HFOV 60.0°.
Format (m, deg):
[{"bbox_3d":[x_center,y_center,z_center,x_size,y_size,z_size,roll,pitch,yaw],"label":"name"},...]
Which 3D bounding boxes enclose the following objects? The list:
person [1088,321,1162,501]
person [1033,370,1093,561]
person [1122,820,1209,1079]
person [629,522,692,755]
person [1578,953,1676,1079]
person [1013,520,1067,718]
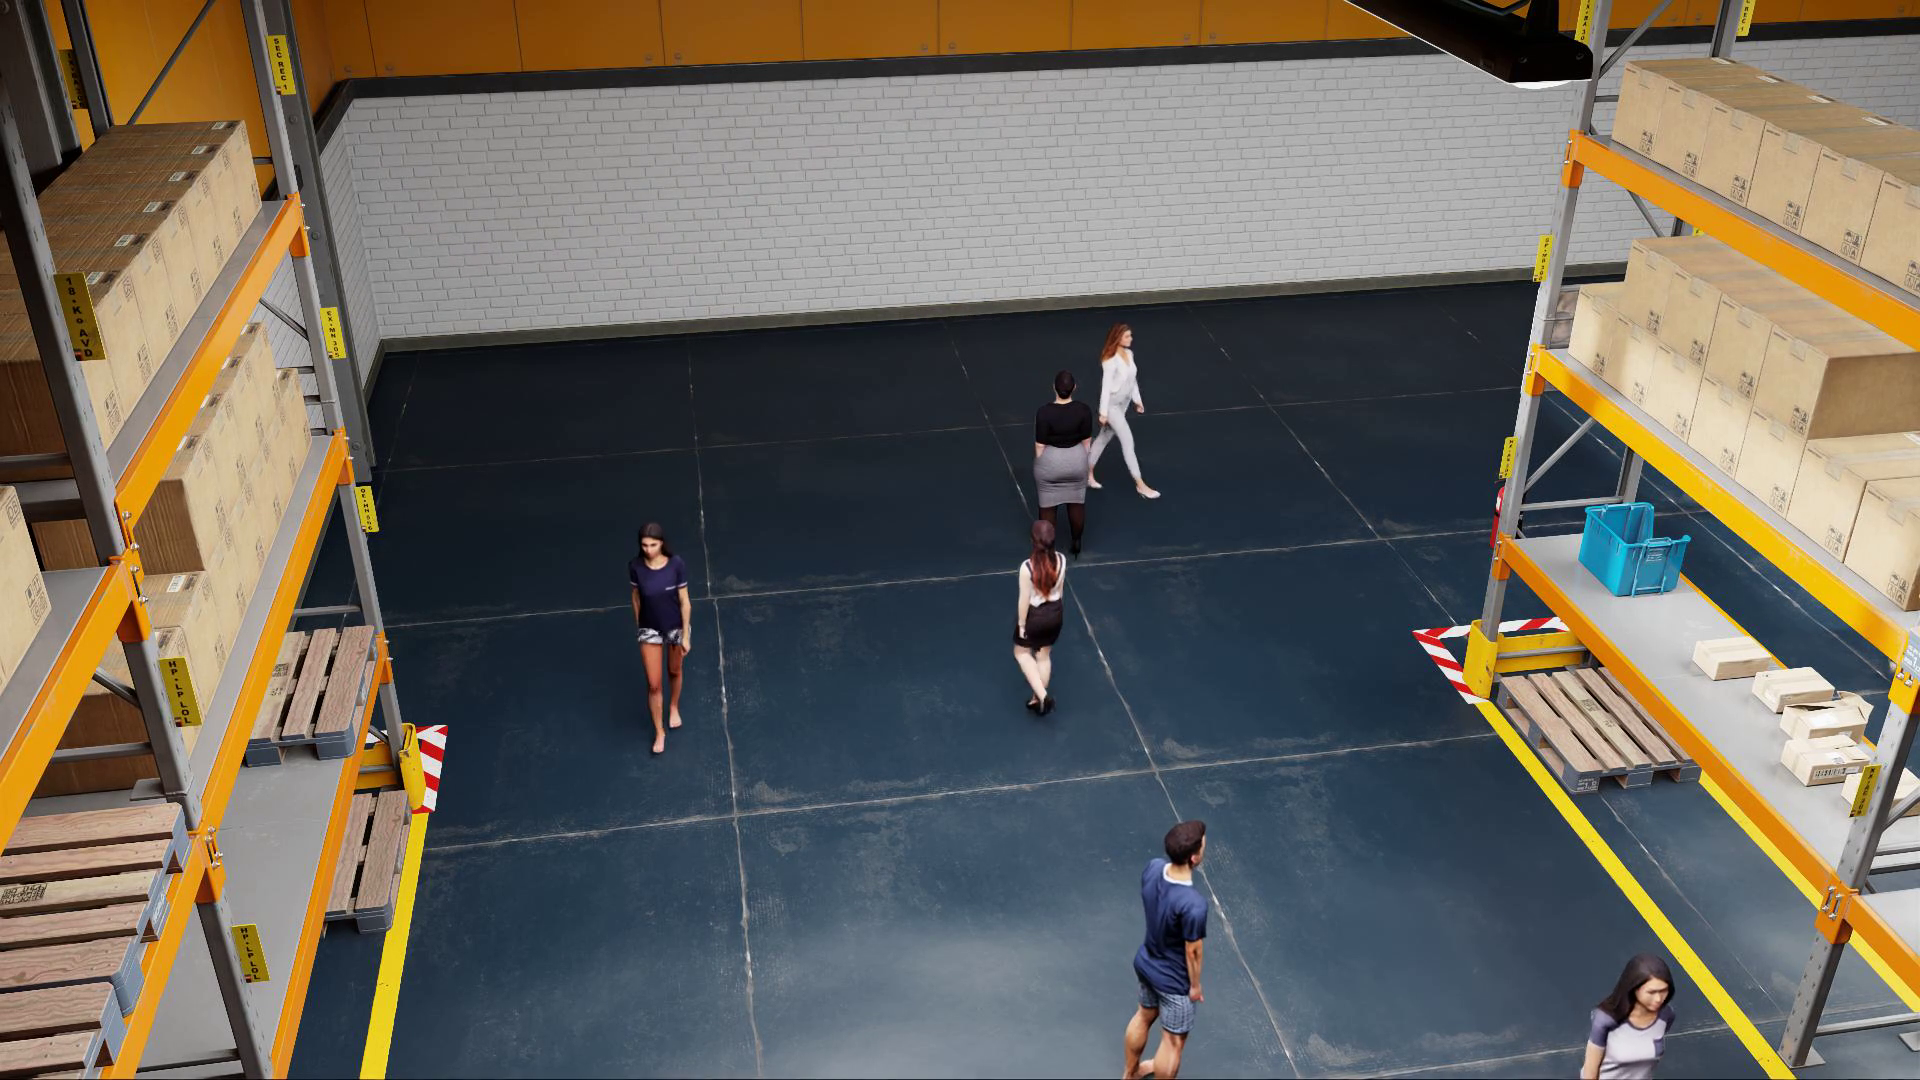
[{"bbox_3d":[1.354,-1.198,15.366,1.082,1.721,1.077,15,32,25],"label":"person"},{"bbox_3d":[0.882,-0.626,14.276,0.654,1.760,0.595,-5,29,-10],"label":"person"},{"bbox_3d":[1.099,2.278,8.869,0.742,1.840,0.612,-16,32,-26],"label":"person"},{"bbox_3d":[-2.132,0.605,12.039,0.575,1.741,0.811,-4,29,-8],"label":"person"},{"bbox_3d":[3.231,2.682,8.282,0.616,1.693,0.629,-3,29,-5],"label":"person"},{"bbox_3d":[0.627,0.627,12.105,0.671,1.638,0.767,-15,32,-25],"label":"person"}]
